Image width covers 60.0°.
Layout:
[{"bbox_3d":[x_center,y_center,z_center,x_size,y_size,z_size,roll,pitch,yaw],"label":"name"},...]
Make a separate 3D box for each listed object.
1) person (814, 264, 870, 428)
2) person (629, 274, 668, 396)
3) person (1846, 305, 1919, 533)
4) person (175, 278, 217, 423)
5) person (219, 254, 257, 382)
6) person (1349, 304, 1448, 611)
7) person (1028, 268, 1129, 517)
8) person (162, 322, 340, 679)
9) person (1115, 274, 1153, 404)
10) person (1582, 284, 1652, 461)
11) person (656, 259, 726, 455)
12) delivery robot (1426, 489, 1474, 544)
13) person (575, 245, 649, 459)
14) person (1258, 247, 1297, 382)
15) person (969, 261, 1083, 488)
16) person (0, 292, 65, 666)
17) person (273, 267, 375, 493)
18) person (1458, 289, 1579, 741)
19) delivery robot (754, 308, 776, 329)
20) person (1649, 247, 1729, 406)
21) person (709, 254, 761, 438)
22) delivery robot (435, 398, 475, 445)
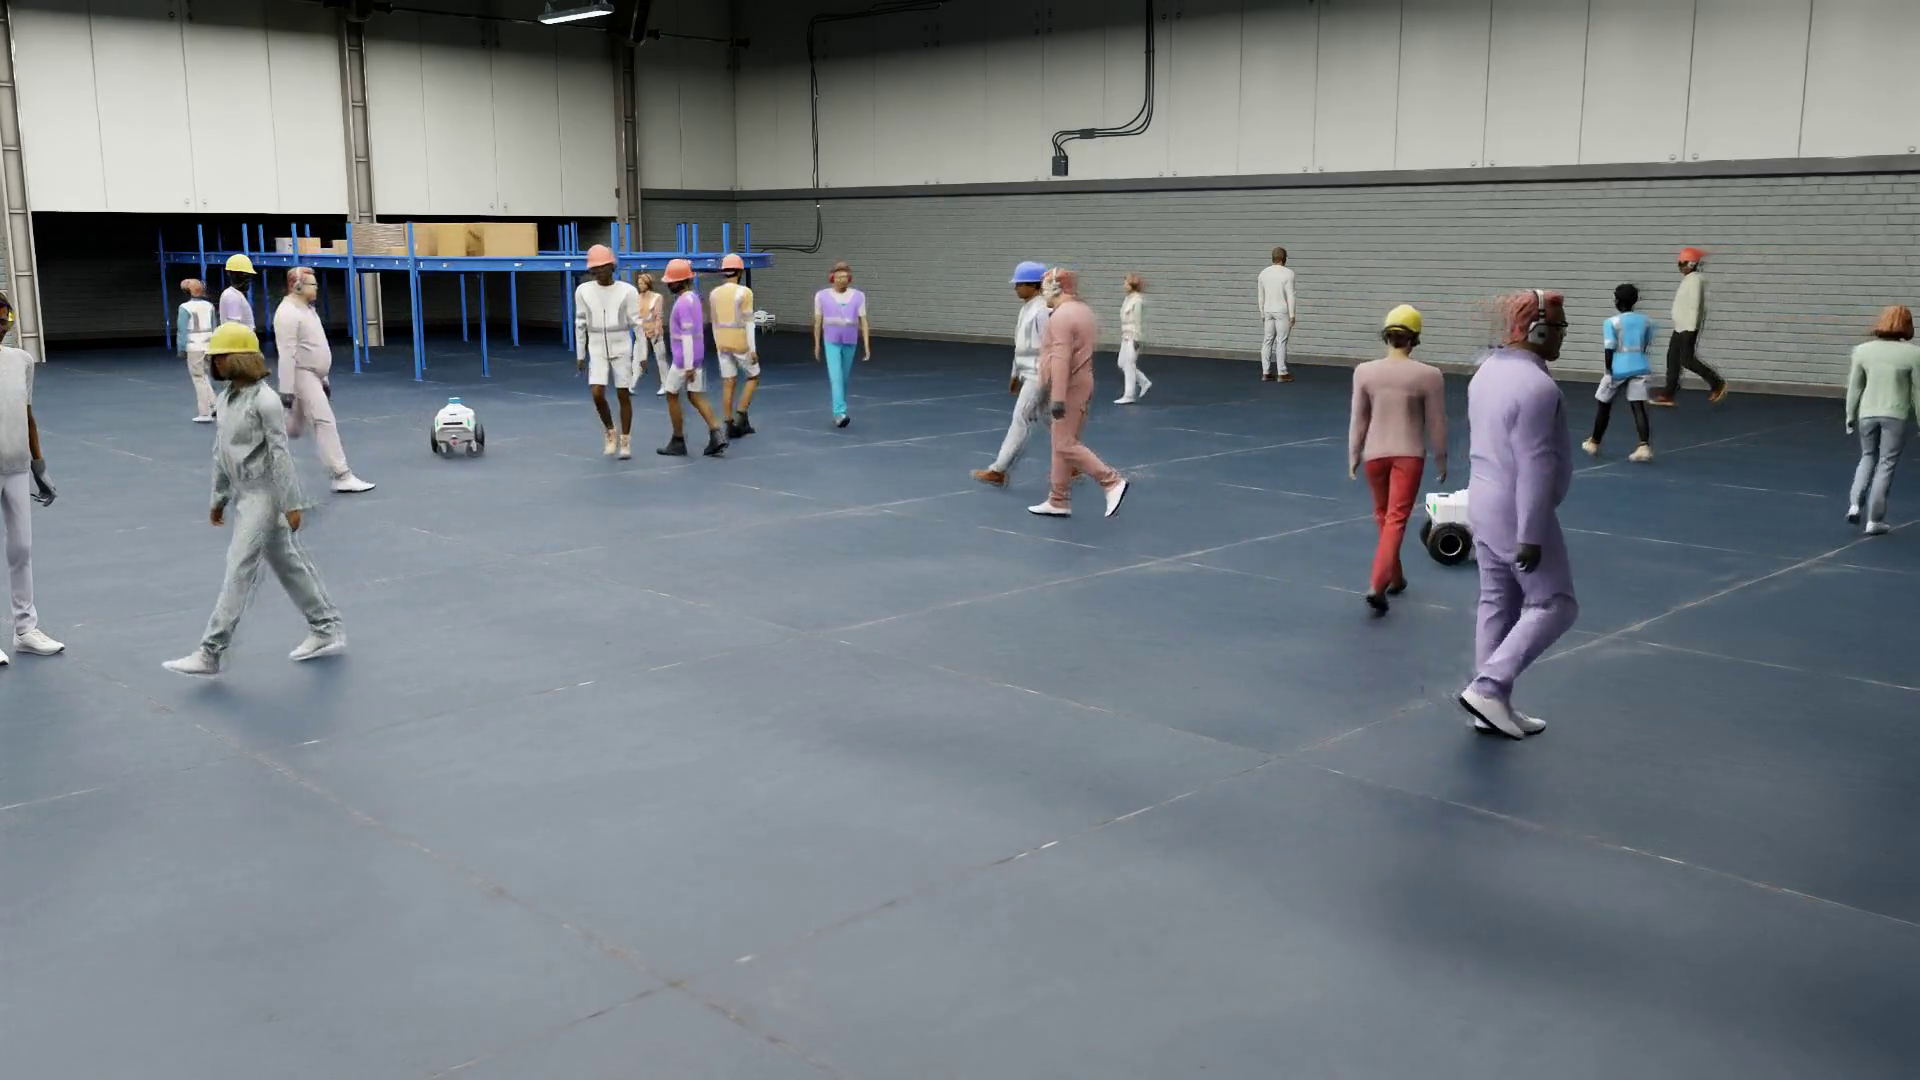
[{"bbox_3d":[-1.287,-2.119,18.261,0.574,1.784,1.012,-4,11,-18],"label":"person"},{"bbox_3d":[-4.129,-2.682,21.875,0.516,1.595,0.855,5,11,25],"label":"person"},{"bbox_3d":[6.598,-0.859,11.846,0.364,1.619,0.513,-8,13,-36],"label":"person"},{"bbox_3d":[-8.647,-2.141,18.849,0.375,1.625,0.516,3,11,14],"label":"person"},{"bbox_3d":[-7.056,-1.832,16.336,0.383,1.923,0.590,-4,11,-23],"label":"person"},{"bbox_3d":[2.497,-0.484,9.533,0.540,1.722,0.907,6,12,31],"label":"person"},{"bbox_3d":[0.882,-1.091,12.424,0.704,1.878,0.681,3,11,16],"label":"person"},{"bbox_3d":[-3.453,-0.201,8.049,0.500,1.691,0.925,9,14,41],"label":"person"},{"bbox_3d":[2.190,-2.530,20.932,0.437,1.626,0.530,-2,11,-9],"label":"person"},{"bbox_3d":[6.291,-1.589,15.738,0.543,1.653,0.860,-2,11,-11],"label":"person"},{"bbox_3d":[-2.593,-1.741,15.997,0.774,1.889,0.579,2,11,13],"label":"person"},{"bbox_3d":[3.439,-0.181,10.932,0.707,0.478,0.477,2,11,9],"label":"delivery robot"},{"bbox_3d":[-3.289,-1.762,15.726,0.724,2.010,0.561,0,10,1],"label":"person"},{"bbox_3d":[4.623,-3.283,24.210,0.372,1.940,0.631,-10,14,-44],"label":"person"},{"bbox_3d":[0.601,-1.393,14.034,1.029,1.888,0.649,-2,11,-11],"label":"person"},{"bbox_3d":[-4.774,-0.324,8.282,0.328,1.865,0.519,5,12,27],"label":"person"},{"bbox_3d":[-5.425,-1.314,13.686,0.993,1.863,0.652,-2,11,-10],"label":"person"},{"bbox_3d":[2.349,-0.091,6.944,0.422,1.893,0.645,-1,10,-6],"label":"person"},{"bbox_3d":[-4.325,-4.798,36.109,0.477,0.478,0.707,-10,14,-44],"label":"delivery robot"},{"bbox_3d":[9.111,-2.647,20.663,0.823,1.972,0.622,2,11,12],"label":"person"},{"bbox_3d":[-2.350,-2.040,17.489,0.567,1.914,0.462,6,12,29],"label":"person"},{"bbox_3d":[-4.902,-1.139,16.155,0.477,0.478,0.707,-2,11,-13],"label":"delivery robot"}]
